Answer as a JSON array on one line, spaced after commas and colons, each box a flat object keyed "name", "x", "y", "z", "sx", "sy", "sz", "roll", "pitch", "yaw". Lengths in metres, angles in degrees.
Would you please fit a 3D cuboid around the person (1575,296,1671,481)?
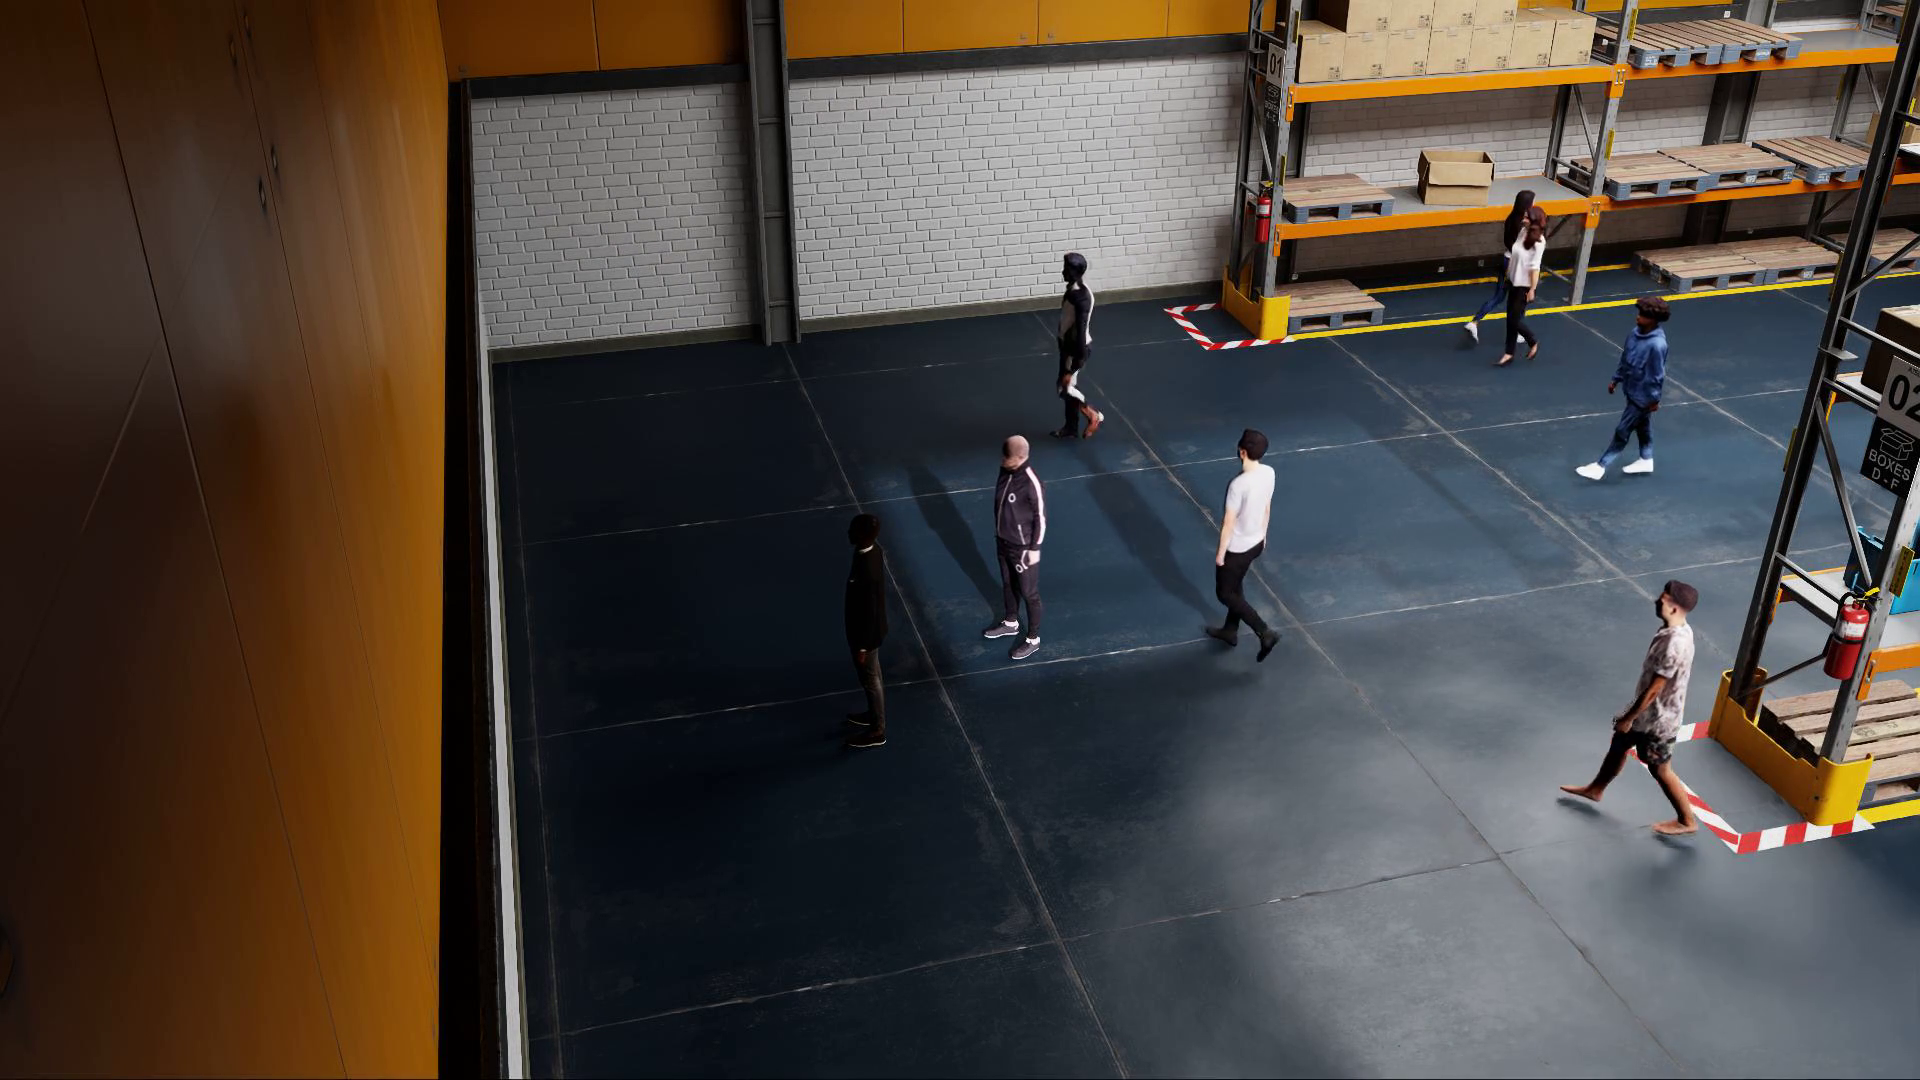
[{"name": "person", "x": 6.333, "y": -1.374, "z": 15.279, "sx": 1.118, "sy": 1.775, "sz": 0.812, "roll": -3, "pitch": 29, "yaw": -5}]

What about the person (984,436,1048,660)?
[{"name": "person", "x": 0.464, "y": 0.020, "z": 12.664, "sx": 0.673, "sy": 1.833, "sz": 0.735, "roll": -16, "pitch": 32, "yaw": -26}]

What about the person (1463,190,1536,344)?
[{"name": "person", "x": 5.970, "y": -2.942, "z": 18.182, "sx": 1.088, "sy": 1.747, "sz": 0.626, "roll": -9, "pitch": 30, "yaw": -16}]

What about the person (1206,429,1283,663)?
[{"name": "person", "x": 2.187, "y": 0.078, "z": 12.541, "sx": 1.028, "sy": 1.848, "sz": 1.038, "roll": 25, "pitch": 37, "yaw": 37}]

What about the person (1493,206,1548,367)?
[{"name": "person", "x": 6.043, "y": -2.677, "z": 17.656, "sx": 0.719, "sy": 1.785, "sz": 0.633, "roll": -5, "pitch": 29, "yaw": -10}]

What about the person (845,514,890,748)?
[{"name": "person", "x": -0.649, "y": 0.616, "z": 11.605, "sx": 0.642, "sy": 1.800, "sz": 0.705, "roll": -1, "pitch": 29, "yaw": -1}]

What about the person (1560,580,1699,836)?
[{"name": "person", "x": 4.566, "y": 1.131, "z": 10.682, "sx": 1.209, "sy": 1.780, "sz": 1.101, "roll": 13, "pitch": 31, "yaw": 22}]

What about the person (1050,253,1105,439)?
[{"name": "person", "x": 1.182, "y": -1.840, "z": 16.021, "sx": 0.792, "sy": 1.883, "sz": 0.761, "roll": -4, "pitch": 29, "yaw": -7}]
